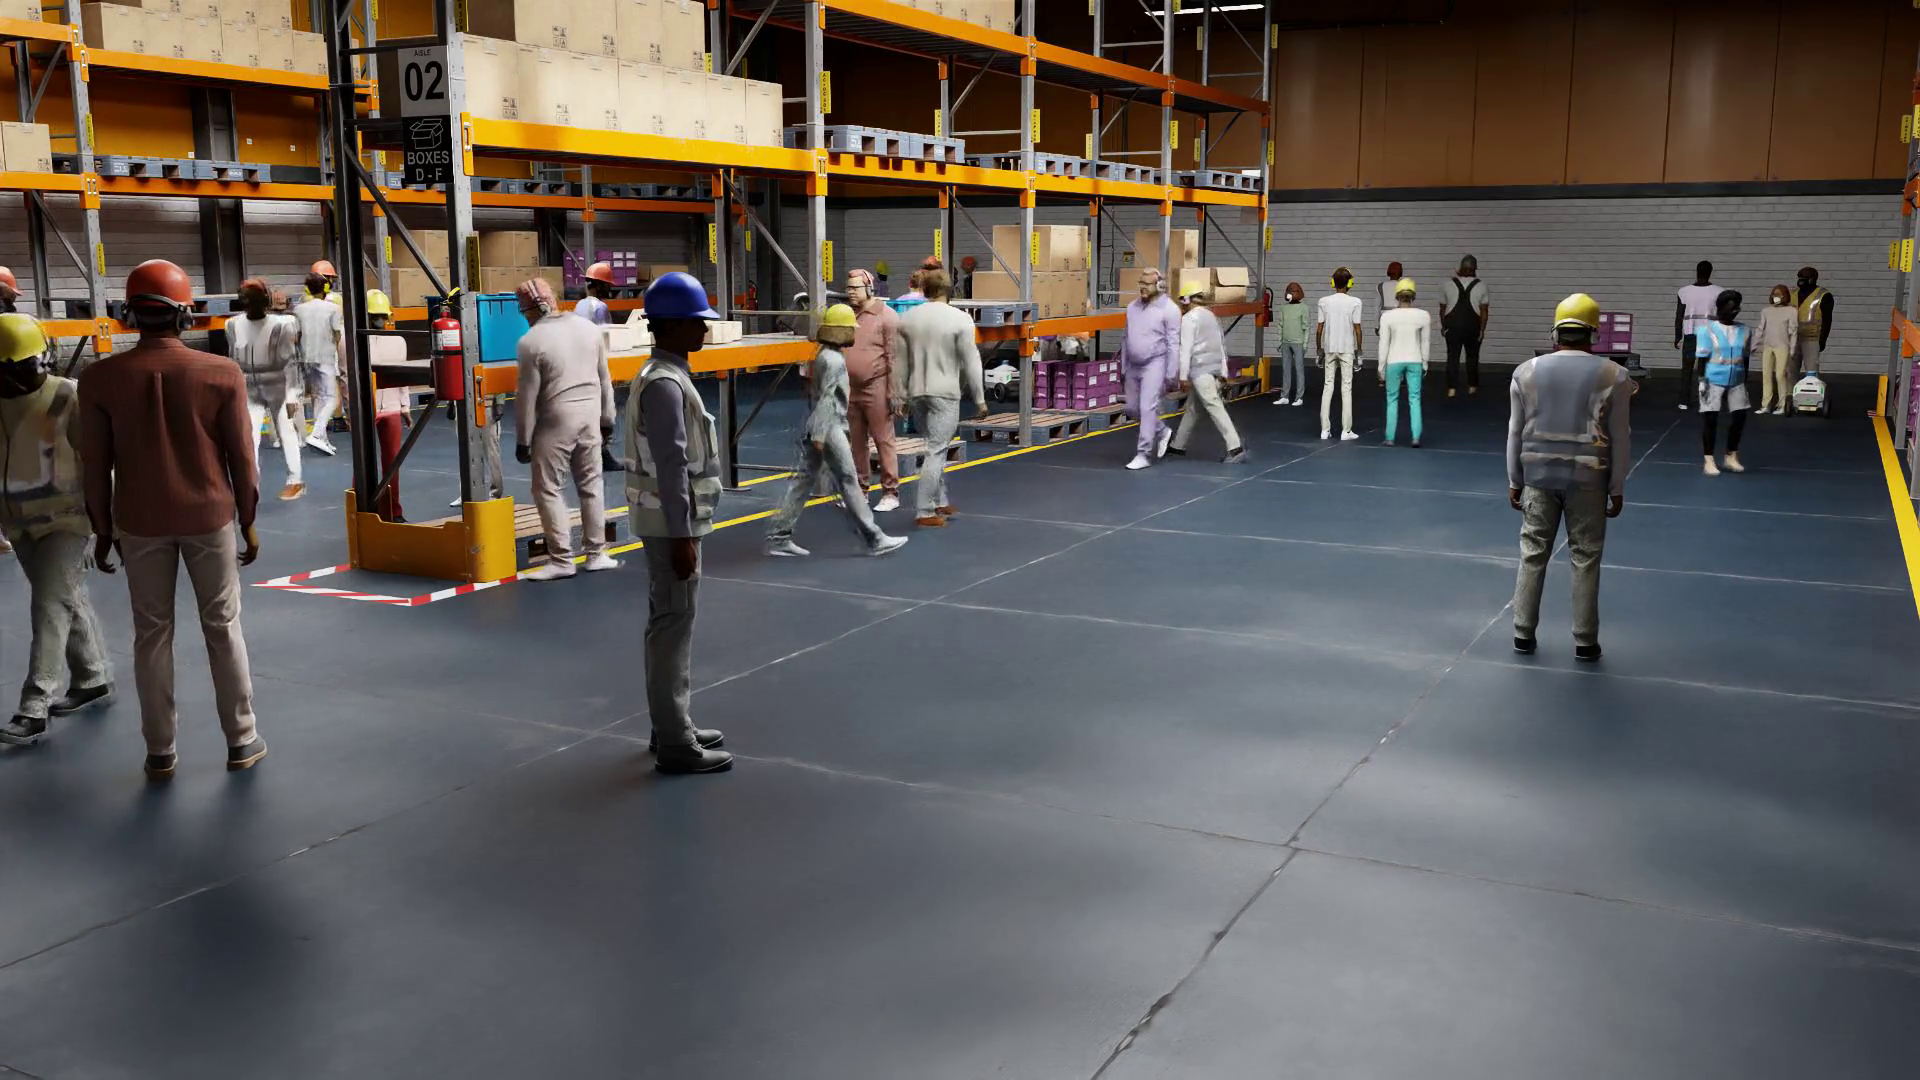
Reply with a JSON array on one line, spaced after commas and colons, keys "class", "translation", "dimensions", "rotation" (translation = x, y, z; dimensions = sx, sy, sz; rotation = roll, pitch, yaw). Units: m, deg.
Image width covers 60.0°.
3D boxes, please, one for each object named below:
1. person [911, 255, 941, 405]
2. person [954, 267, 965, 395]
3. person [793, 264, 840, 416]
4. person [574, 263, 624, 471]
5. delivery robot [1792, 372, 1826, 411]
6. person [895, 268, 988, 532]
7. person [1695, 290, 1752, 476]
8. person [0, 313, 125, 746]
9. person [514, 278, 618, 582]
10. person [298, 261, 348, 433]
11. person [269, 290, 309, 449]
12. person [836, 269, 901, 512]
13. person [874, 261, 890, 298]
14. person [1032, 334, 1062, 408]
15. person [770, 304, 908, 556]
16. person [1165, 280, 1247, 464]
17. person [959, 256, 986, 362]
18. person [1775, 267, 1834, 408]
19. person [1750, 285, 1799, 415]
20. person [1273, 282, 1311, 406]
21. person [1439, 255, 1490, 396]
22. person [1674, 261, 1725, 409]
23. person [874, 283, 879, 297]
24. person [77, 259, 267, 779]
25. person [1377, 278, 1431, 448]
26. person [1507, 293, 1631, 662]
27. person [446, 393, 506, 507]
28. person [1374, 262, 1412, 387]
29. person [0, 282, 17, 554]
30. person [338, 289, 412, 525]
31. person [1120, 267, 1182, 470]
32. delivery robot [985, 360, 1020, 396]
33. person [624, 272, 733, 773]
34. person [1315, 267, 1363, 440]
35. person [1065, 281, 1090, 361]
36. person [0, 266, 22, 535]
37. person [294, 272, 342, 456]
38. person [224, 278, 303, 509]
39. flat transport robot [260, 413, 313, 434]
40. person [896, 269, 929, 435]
[{"class": "person", "translation": [-0.376, -2.804, 22.263], "dimensions": [0.627, 1.985, 1.095], "rotation": [5, 11, 29]}, {"class": "person", "translation": [-0.144, -2.943, 23.527], "dimensions": [0.429, 1.843, 0.645], "rotation": [6, 12, 33]}, {"class": "person", "translation": [-1.584, -2.195, 18.875], "dimensions": [0.607, 1.949, 0.533], "rotation": [-2, 10, -14]}, {"class": "person", "translation": [-3.352, -1.602, 15.478], "dimensions": [0.373, 1.928, 0.543], "rotation": [-8, 13, -39]}, {"class": "delivery robot", "translation": [10.491, -1.836, 20.532], "dimensions": [0.477, 0.478, 0.707], "rotation": [5, 11, 28]}, {"class": "person", "translation": [-0.111, -1.038, 12.257], "dimensions": [0.644, 1.904, 0.804], "rotation": [8, 12, 38]}, {"class": "person", "translation": [6.953, -1.429, 15.168], "dimensions": [0.544, 1.697, 0.364], "rotation": [0, 10, -2]}, {"class": "person", "translation": [-3.887, -0.057, 6.963], "dimensions": [0.690, 1.767, 0.892], "rotation": [3, 10, 15]}, {"class": "person", "translation": [-2.458, -0.698, 10.438], "dimensions": [0.395, 1.873, 0.765], "rotation": [8, 13, 39]}, {"class": "person", "translation": [-7.162, -2.176, 18.783], "dimensions": [0.547, 1.934, 0.376], "rotation": [3, 10, 15]}, {"class": "person", "translation": [-6.988, -1.752, 17.183], "dimensions": [0.511, 1.640, 0.309], "rotation": [-2, 10, -12]}, {"class": "person", "translation": [-0.748, -1.168, 13.069], "dimensions": [0.644, 1.900, 0.395], "rotation": [7, 12, 34]}, {"class": "person", "translation": [-1.397, -3.986, 29.429], "dimensions": [0.407, 1.873, 0.635], "rotation": [0, 10, 0]}, {"class": "person", "translation": [1.109, -2.606, 21.261], "dimensions": [0.357, 1.938, 0.543], "rotation": [8, 13, 40]}, {"class": "person", "translation": [-0.842, -0.717, 11.051], "dimensions": [0.929, 1.680, 0.515], "rotation": [-3, 10, -14]}, {"class": "person", "translation": [2.392, -1.639, 16.207], "dimensions": [1.015, 1.767, 0.614], "rotation": [6, 12, 31]}, {"class": "person", "translation": [0.236, -4.193, 30.394], "dimensions": [0.537, 1.957, 0.648], "rotation": [3, 10, 18]}, {"class": "person", "translation": [10.900, -2.596, 21.490], "dimensions": [0.429, 1.838, 0.634], "rotation": [-5, 11, -29]}, {"class": "person", "translation": [10.219, -2.381, 20.869], "dimensions": [0.345, 1.632, 0.518], "rotation": [-6, 11, -29]}, {"class": "person", "translation": [4.420, -2.597, 22.086], "dimensions": [0.285, 1.634, 0.499], "rotation": [-8, 13, -39]}, {"class": "person", "translation": [7.189, -3.083, 23.722], "dimensions": [0.691, 2.000, 1.027], "rotation": [4, 11, 21]}, {"class": "person", "translation": [9.559, -2.637, 21.497], "dimensions": [0.599, 1.916, 0.377], "rotation": [5, 11, 25]}, {"class": "person", "translation": [-1.206, -2.766, 23.084], "dimensions": [0.532, 1.614, 0.549], "rotation": [5, 11, 25]}, {"class": "person", "translation": [-3.031, -0.074, 6.434], "dimensions": [0.612, 1.996, 0.389], "rotation": [-3, 10, -18]}, {"class": "person", "translation": [4.623, -1.840, 17.330], "dimensions": [0.534, 1.767, 0.327], "rotation": [1, 10, 5]}, {"class": "person", "translation": [3.030, -0.309, 8.308], "dimensions": [0.591, 1.823, 0.405], "rotation": [6, 12, 33]}, {"class": "person", "translation": [-3.847, -1.068, 13.213], "dimensions": [0.524, 1.640, 0.308], "rotation": [3, 10, 15]}, {"class": "person", "translation": [6.554, -3.253, 25.165], "dimensions": [0.573, 1.883, 0.353], "rotation": [6, 11, 30]}, {"class": "person", "translation": [-6.361, -0.795, 11.066], "dimensions": [0.634, 1.838, 0.429], "rotation": [2, 10, 13]}, {"class": "person", "translation": [-4.223, -0.930, 12.063], "dimensions": [0.316, 1.765, 0.523], "rotation": [9, 13, 42]}, {"class": "person", "translation": [1.803, -1.621, 15.677], "dimensions": [0.716, 1.885, 0.655], "rotation": [-8, 13, -40]}, {"class": "delivery robot", "translation": [0.625, -2.208, 22.684], "dimensions": [0.477, 0.478, 0.707], "rotation": [-5, 11, -26]}, {"class": "person", "translation": [-1.113, -0.067, 6.531], "dimensions": [0.391, 1.948, 0.605], "rotation": [-2, 10, -12]}, {"class": "person", "translation": [4.118, -2.015, 18.045], "dimensions": [0.532, 1.867, 0.315], "rotation": [6, 11, 29]}, {"class": "person", "translation": [1.741, -2.948, 24.076], "dimensions": [0.542, 1.639, 0.908], "rotation": [2, 10, 12]}, {"class": "person", "translation": [-6.904, -1.001, 11.996], "dimensions": [0.543, 1.928, 0.374], "rotation": [7, 12, 36]}, {"class": "person", "translation": [-6.450, -1.754, 16.645], "dimensions": [0.546, 1.835, 0.645], "rotation": [2, 10, 11]}, {"class": "person", "translation": [-5.564, -1.172, 13.298], "dimensions": [0.589, 1.819, 1.039], "rotation": [0, 10, 2]}, {"class": "flat transport robot", "translation": [-7.936, -1.256, 18.262], "dimensions": [1.431, 0.197, 0.652], "rotation": [-8, 12, -38]}, {"class": "person", "translation": [-0.479, -2.093, 18.553], "dimensions": [0.564, 1.846, 0.392], "rotation": [5, 11, 28]}]
